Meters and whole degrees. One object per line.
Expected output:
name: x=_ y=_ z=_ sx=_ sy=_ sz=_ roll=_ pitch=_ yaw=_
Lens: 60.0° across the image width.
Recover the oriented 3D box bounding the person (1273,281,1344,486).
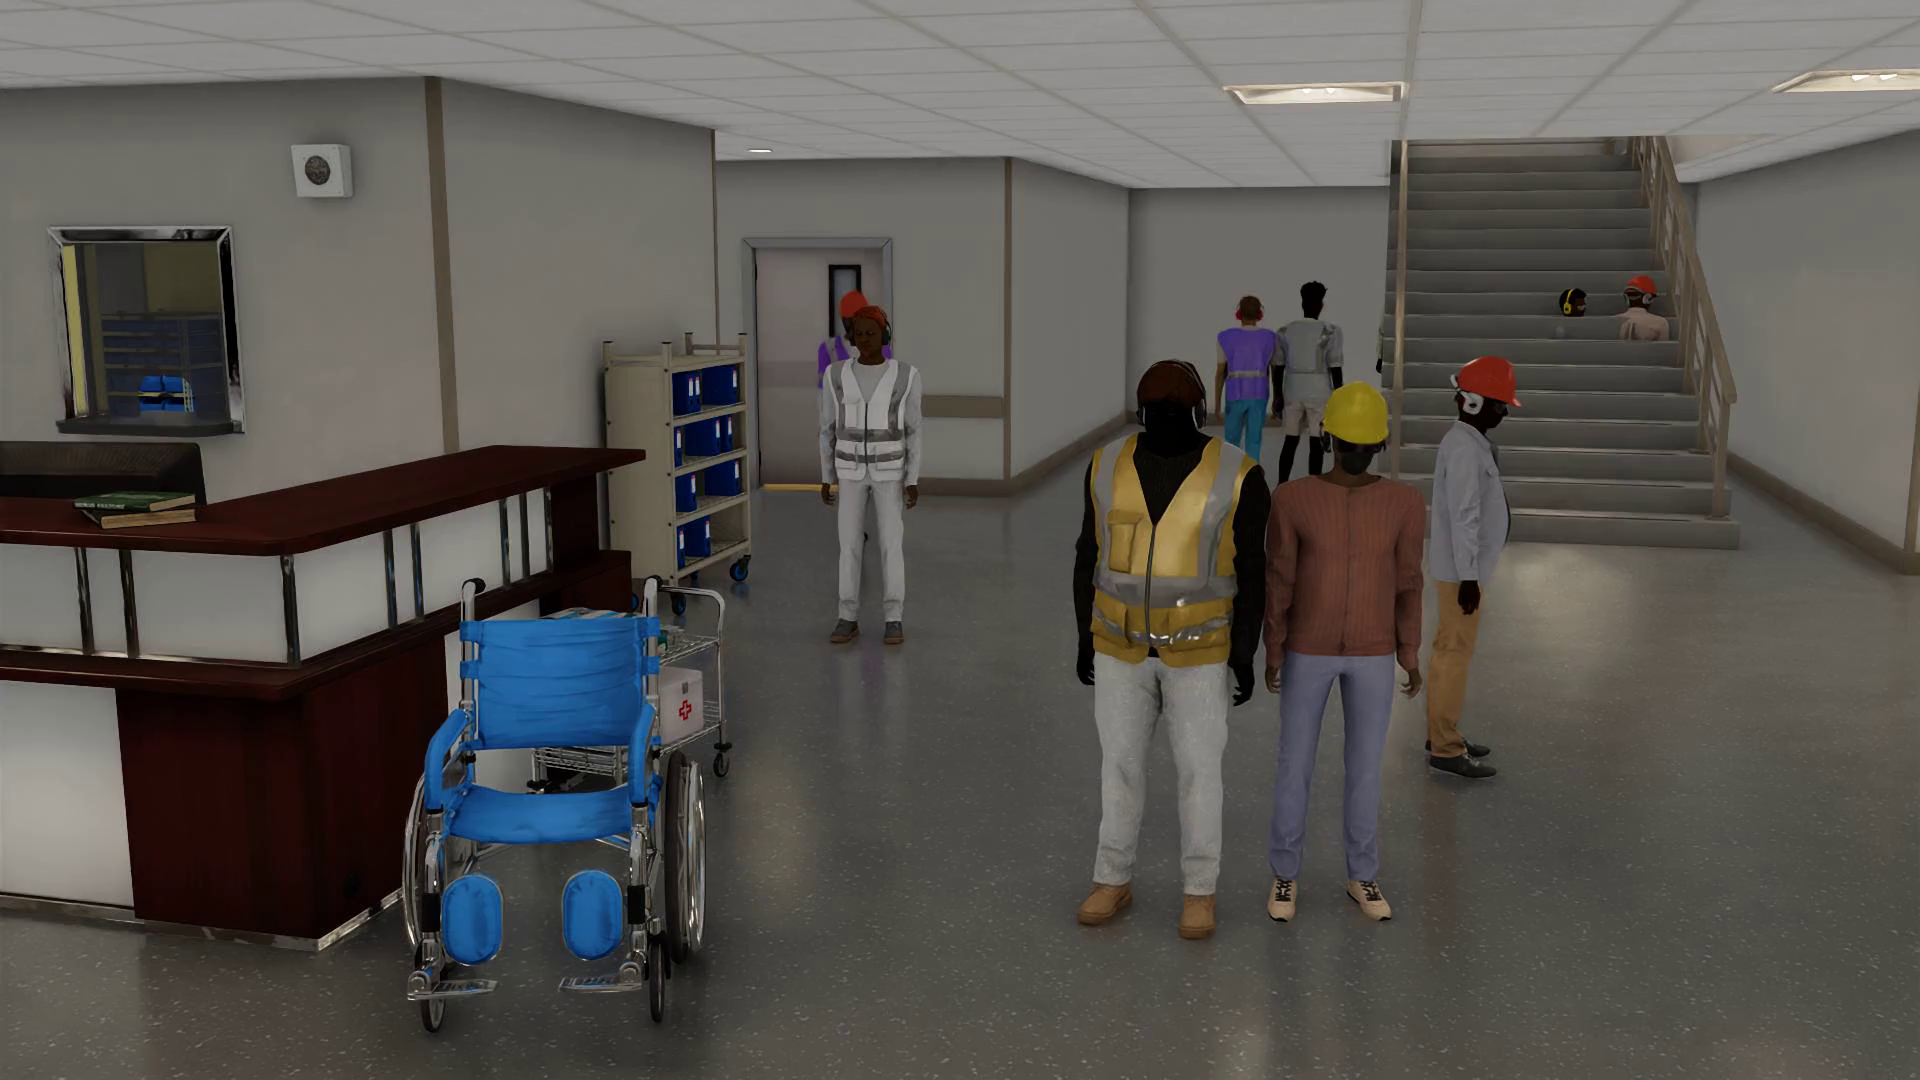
person: x=2.982 y=-1.233 z=14.245 sx=0.617 sy=1.955 sz=0.371 roll=7 pitch=12 yaw=35

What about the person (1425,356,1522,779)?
person: x=2.139 y=0.106 z=6.961 sx=0.339 sy=1.741 sz=0.563 roll=3 pitch=10 yaw=15

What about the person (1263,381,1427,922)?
person: x=1.235 y=0.367 z=5.376 sx=0.523 sy=1.764 sz=0.323 roll=0 pitch=10 yaw=0

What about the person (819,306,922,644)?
person: x=-0.500 y=-0.354 z=9.265 sx=0.576 sy=1.882 sz=0.355 roll=1 pitch=10 yaw=7

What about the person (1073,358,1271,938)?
person: x=0.649 y=0.344 z=5.295 sx=0.621 sy=1.838 sz=0.429 roll=4 pitch=10 yaw=21

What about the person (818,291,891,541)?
person: x=-0.751 y=-0.881 z=12.312 sx=0.569 sy=1.885 sz=0.971 roll=-2 pitch=10 yaw=-11

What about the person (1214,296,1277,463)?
person: x=2.511 y=-1.223 z=14.587 sx=0.582 sy=1.805 sz=0.881 roll=1 pitch=10 yaw=4

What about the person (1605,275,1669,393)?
person: x=6.054 y=-1.370 z=14.935 sx=0.608 sy=1.987 sz=0.391 roll=7 pitch=12 yaw=38

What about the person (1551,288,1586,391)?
person: x=5.510 y=-1.351 z=15.170 sx=0.315 sy=1.869 sz=0.526 roll=5 pitch=11 yaw=29
